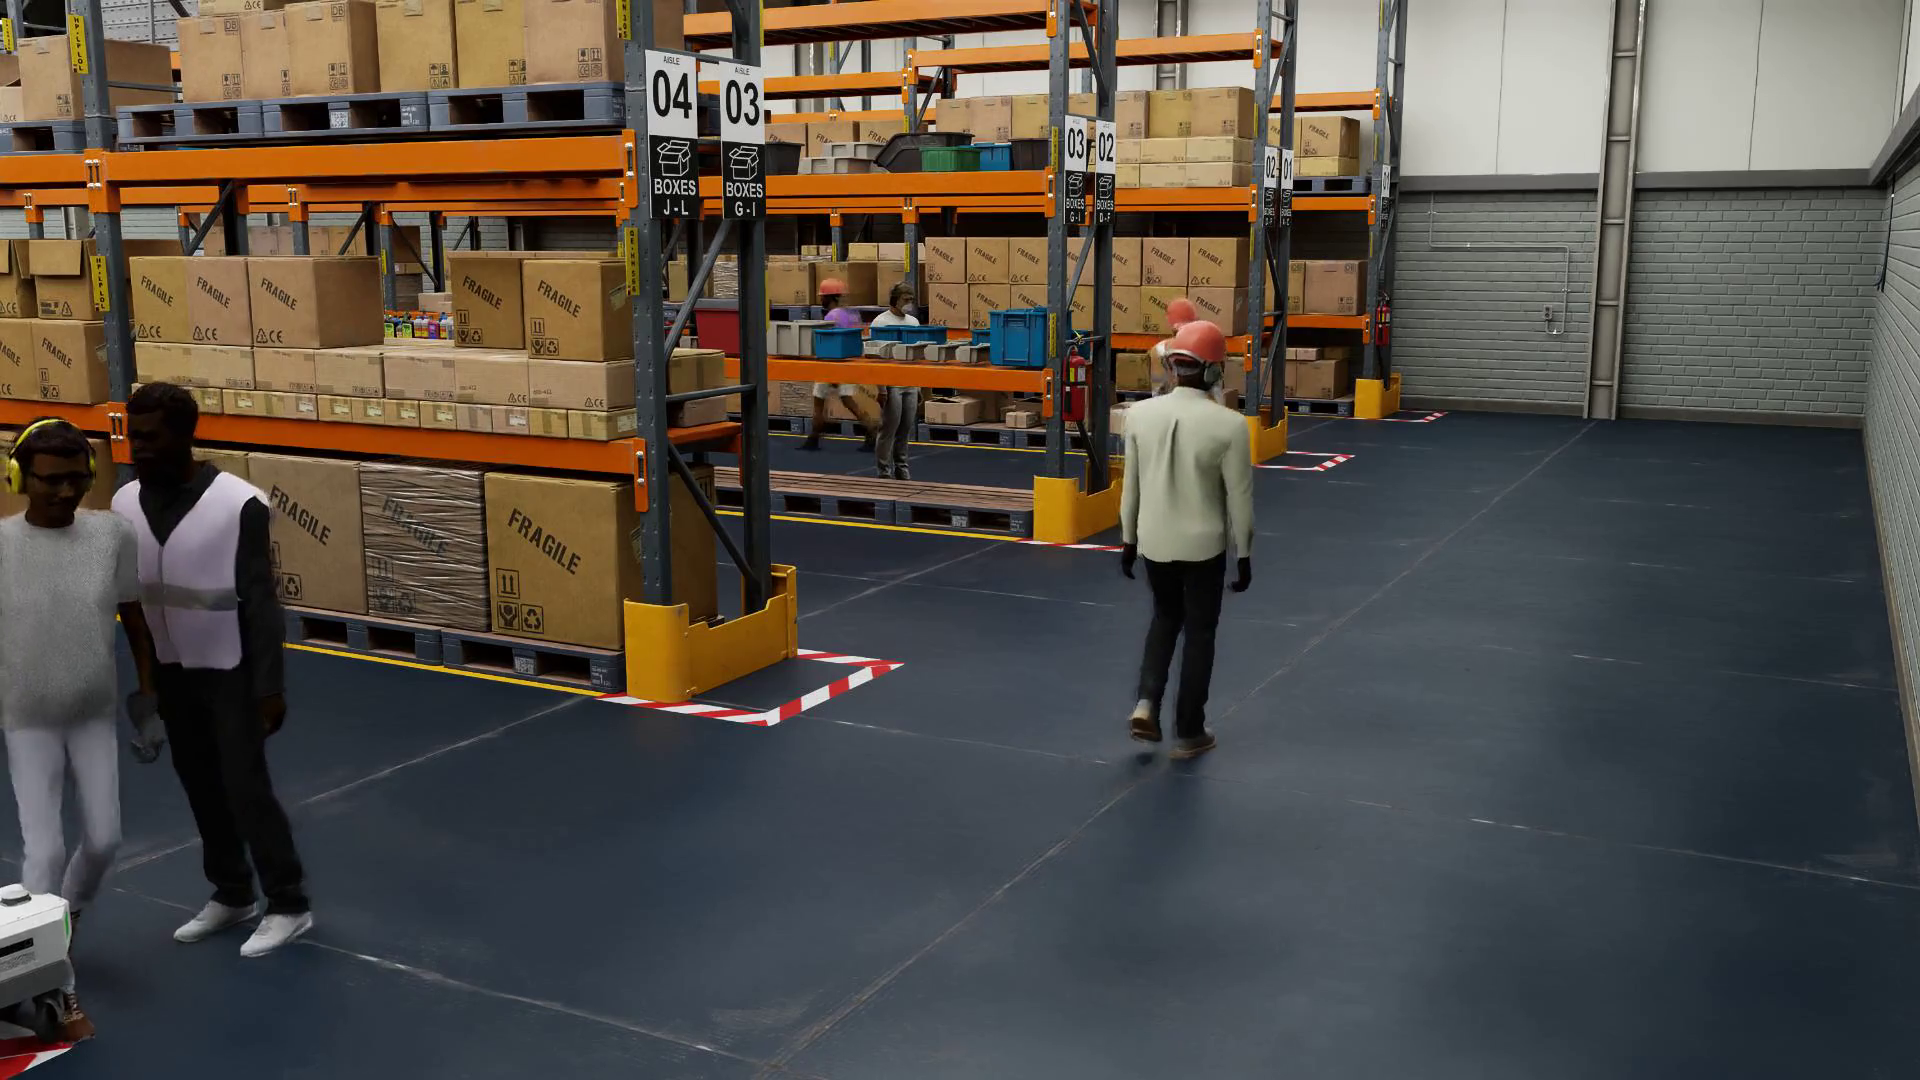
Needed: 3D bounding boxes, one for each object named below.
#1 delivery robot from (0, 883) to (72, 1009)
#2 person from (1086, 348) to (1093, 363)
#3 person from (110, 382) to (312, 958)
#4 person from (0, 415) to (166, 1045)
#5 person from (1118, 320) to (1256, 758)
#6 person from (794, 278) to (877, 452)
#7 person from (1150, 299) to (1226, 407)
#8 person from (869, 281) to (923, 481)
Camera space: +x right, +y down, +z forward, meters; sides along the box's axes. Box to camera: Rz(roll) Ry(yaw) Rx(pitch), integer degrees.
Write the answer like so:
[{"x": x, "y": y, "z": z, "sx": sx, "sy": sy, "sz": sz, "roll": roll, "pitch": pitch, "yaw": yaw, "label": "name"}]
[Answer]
[{"x": -2.896, "y": 1.189, "z": 4.661, "sx": 0.477, "sy": 0.478, "sz": 0.707, "roll": 7, "pitch": 12, "yaw": 33, "label": "delivery robot"}, {"x": 1.664, "y": -2.680, "z": 22.386, "sx": 0.583, "sy": 1.882, "sz": 0.337, "roll": -6, "pitch": 12, "yaw": -28, "label": "person"}, {"x": -2.459, "y": 0.426, "z": 5.448, "sx": 0.605, "sy": 1.895, "sz": 0.439, "roll": 3, "pitch": 11, "yaw": 18, "label": "person"}, {"x": -2.737, "y": 0.530, "z": 5.011, "sx": 0.594, "sy": 1.844, "sz": 0.652, "roll": -9, "pitch": 14, "yaw": -41, "label": "person"}, {"x": 1.028, "y": 0.009, "z": 7.464, "sx": 0.641, "sy": 1.974, "sz": 0.446, "roll": 7, "pitch": 12, "yaw": 33, "label": "person"}, {"x": -1.312, "y": -1.884, "z": 18.040, "sx": 0.985, "sy": 1.900, "sz": 0.558, "roll": 4, "pitch": 11, "yaw": 20, "label": "person"}, {"x": 1.774, "y": -0.937, "z": 12.953, "sx": 0.613, "sy": 1.855, "sz": 1.006, "roll": 3, "pitch": 11, "yaw": 14, "label": "person"}, {"x": -0.559, "y": -1.382, "z": 15.164, "sx": 0.372, "sy": 1.938, "sz": 0.630, "roll": 7, "pitch": 13, "yaw": 34, "label": "person"}]
